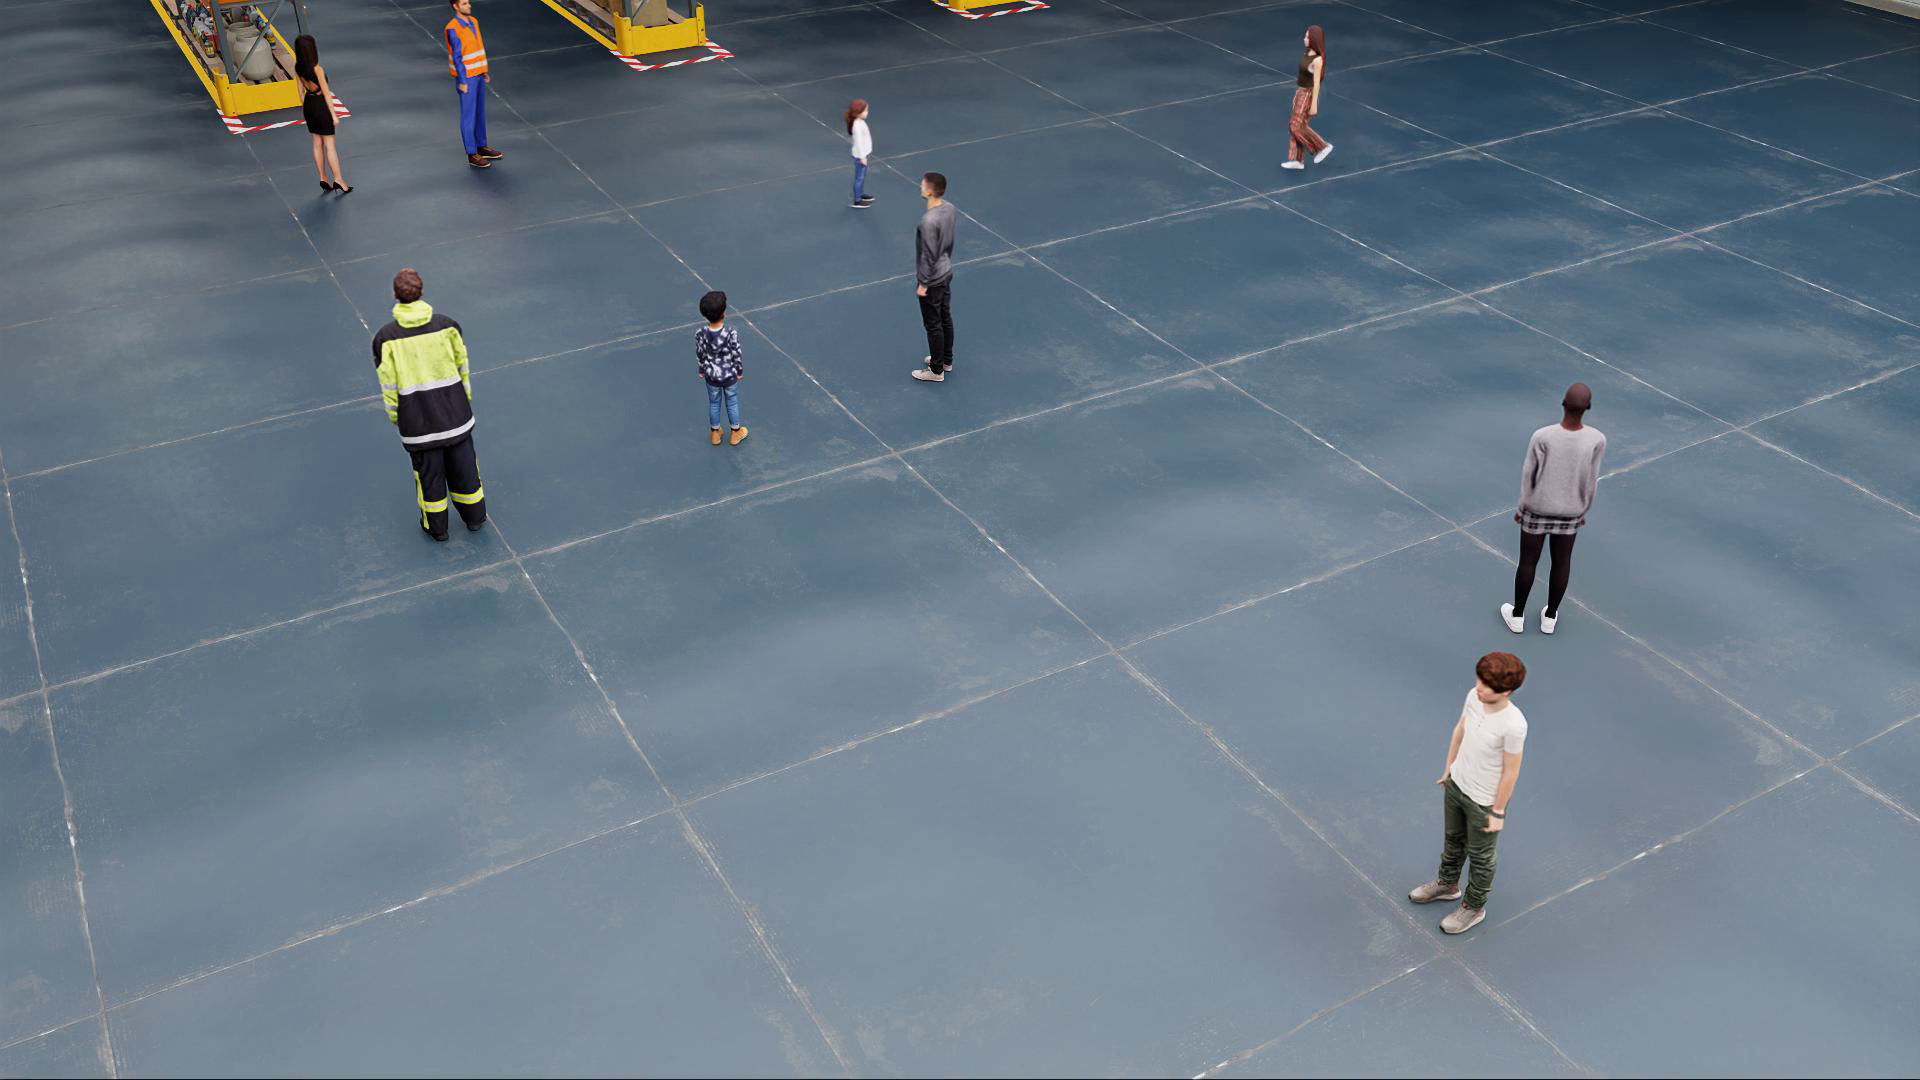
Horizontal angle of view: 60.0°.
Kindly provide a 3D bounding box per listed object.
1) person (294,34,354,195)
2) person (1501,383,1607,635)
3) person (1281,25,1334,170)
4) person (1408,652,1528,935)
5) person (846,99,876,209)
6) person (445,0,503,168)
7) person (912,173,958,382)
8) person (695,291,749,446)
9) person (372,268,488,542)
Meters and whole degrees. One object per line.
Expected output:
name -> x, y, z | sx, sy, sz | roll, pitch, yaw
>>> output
person -> -6.662, -4.411, 17.262 | 0.594, 1.650, 0.692 | 14, 35, 22
person -> 3.735, -0.192, 10.459 | 0.697, 1.772, 0.729 | 4, 32, 6
person -> 3.798, -4.751, 17.893 | 0.785, 1.551, 0.795 | -3, 32, -4
person -> 2.585, 1.246, 8.290 | 0.661, 1.654, 0.493 | -13, 35, -20
person -> -1.031, -3.995, 17.109 | 0.602, 1.109, 0.533 | 3, 32, 5
person -> -5.310, -5.018, 18.024 | 0.838, 1.863, 0.784 | 9, 33, 13
person -> -0.199, -2.152, 13.577 | 0.724, 1.761, 0.703 | 14, 35, 21
person -> -1.839, -1.318, 12.733 | 0.576, 1.250, 0.615 | 3, 32, 5
person -> -3.640, -0.928, 11.431 | 0.759, 1.980, 0.620 | -18, 37, -26
